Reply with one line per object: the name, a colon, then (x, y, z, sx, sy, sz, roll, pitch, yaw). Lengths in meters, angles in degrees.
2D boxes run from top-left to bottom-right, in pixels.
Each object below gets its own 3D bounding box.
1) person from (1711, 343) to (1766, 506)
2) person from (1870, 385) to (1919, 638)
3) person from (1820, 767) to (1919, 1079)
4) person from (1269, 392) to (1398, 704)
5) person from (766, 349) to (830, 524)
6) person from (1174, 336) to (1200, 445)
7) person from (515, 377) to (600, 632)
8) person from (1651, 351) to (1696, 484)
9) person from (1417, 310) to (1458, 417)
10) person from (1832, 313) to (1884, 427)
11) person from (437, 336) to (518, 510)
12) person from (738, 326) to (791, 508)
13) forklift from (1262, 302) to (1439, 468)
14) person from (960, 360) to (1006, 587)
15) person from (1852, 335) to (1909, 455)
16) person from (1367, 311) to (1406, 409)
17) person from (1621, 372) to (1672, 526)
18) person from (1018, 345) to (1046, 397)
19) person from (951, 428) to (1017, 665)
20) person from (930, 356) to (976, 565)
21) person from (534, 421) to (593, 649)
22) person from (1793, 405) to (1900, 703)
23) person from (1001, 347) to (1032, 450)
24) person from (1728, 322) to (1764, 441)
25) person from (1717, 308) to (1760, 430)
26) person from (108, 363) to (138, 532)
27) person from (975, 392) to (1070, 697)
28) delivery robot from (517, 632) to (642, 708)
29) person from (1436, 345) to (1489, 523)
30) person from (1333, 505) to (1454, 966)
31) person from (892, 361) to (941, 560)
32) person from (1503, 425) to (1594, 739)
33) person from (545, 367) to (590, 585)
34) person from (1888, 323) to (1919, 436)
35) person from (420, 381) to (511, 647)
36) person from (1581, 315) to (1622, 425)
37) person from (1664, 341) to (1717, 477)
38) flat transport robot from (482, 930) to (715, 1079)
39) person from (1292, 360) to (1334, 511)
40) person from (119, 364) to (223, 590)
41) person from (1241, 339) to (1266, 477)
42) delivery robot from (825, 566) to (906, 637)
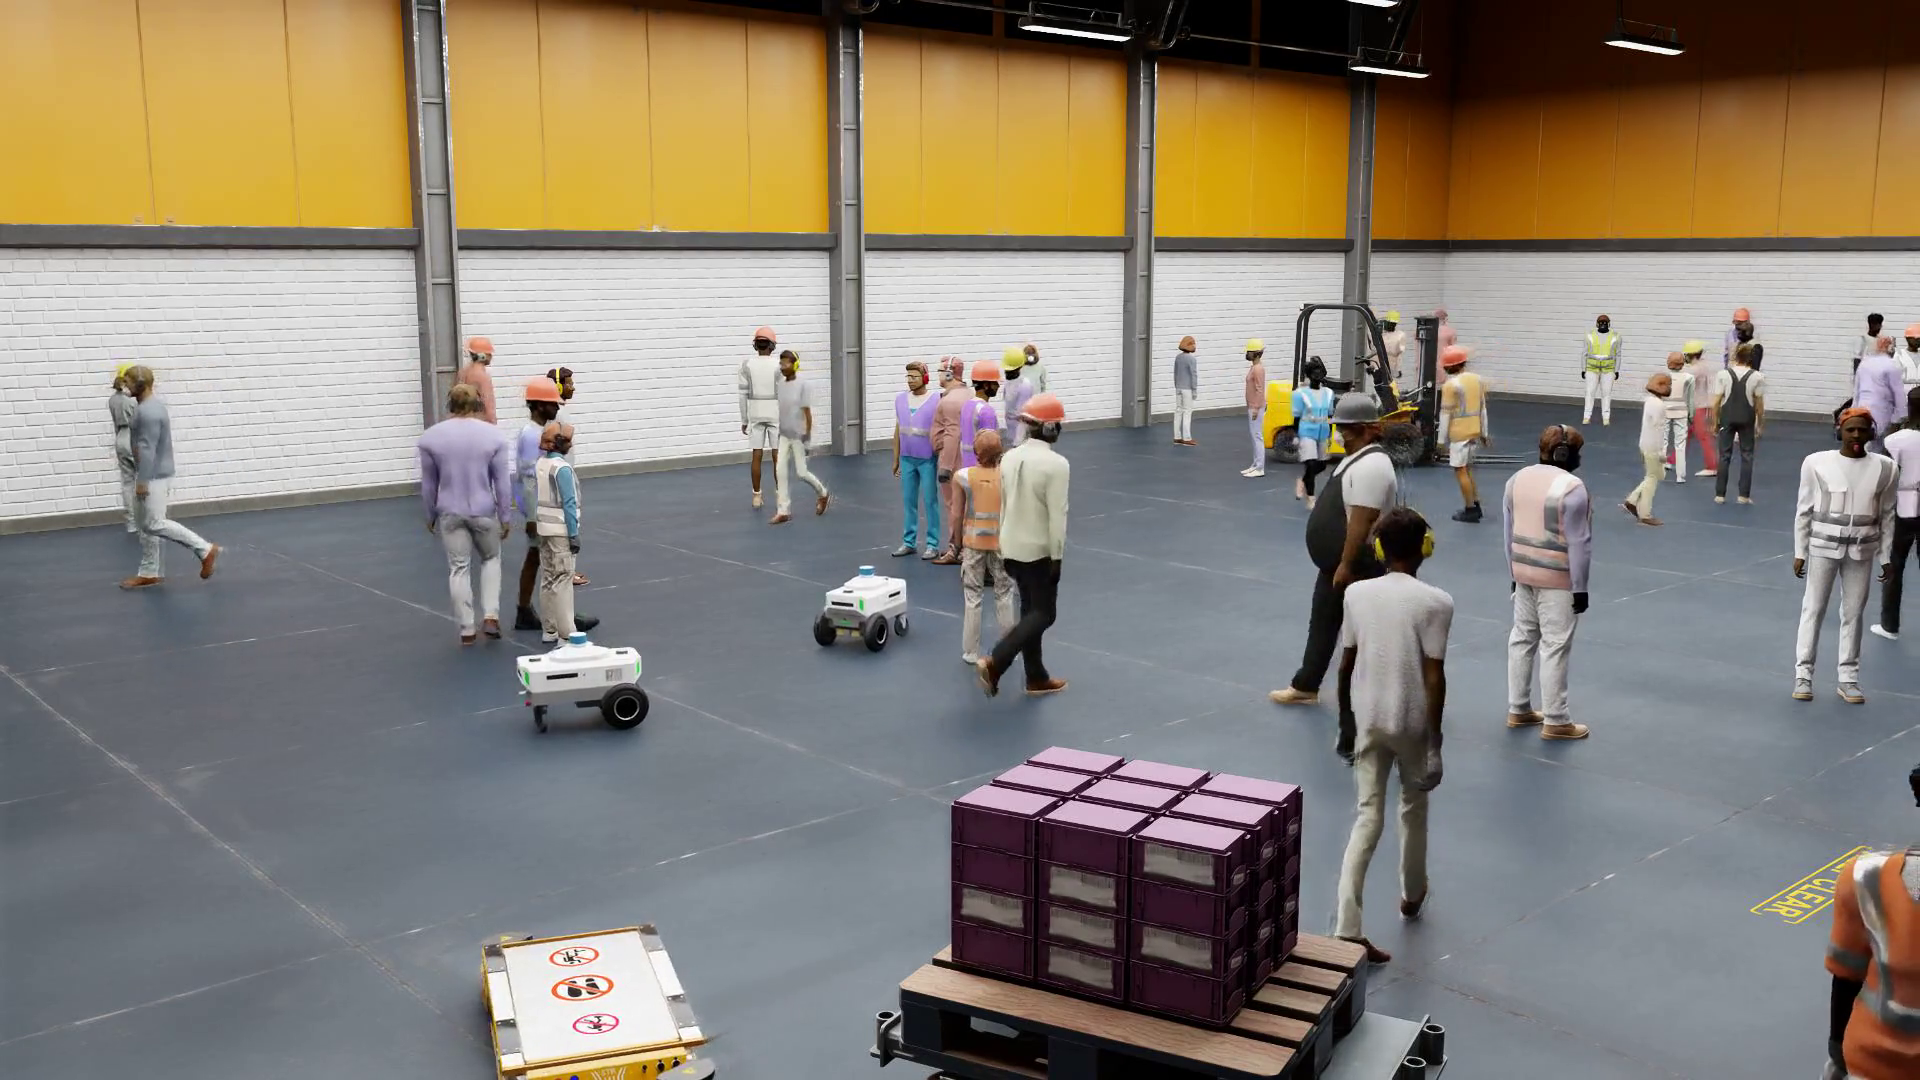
person: (8.793, -1.299, 18.825, 0.557, 1.836, 0.427, 6, 12, 33)
person: (6.938, -0.165, 11.994, 0.599, 1.894, 0.780, 1, 10, 7)
person: (2.412, 1.301, 4.093, 0.534, 1.662, 0.833, 6, 11, 32)
person: (2.486, 0.059, 10.241, 0.988, 2.000, 0.683, 0, 10, 2)
person: (-1.717, -1.103, 17.638, 0.517, 1.847, 0.796, 7, 12, 37)
person: (3.370, -2.228, 24.818, 0.282, 1.633, 0.501, -5, 11, -27)
person: (-3.079, -0.251, 12.439, 0.563, 1.933, 0.565, -2, 10, -10)
person: (8.826, -1.513, 20.616, 0.523, 1.638, 0.311, 3, 10, 18)
person: (8.464, -3.109, 29.276, 0.685, 1.871, 0.883, 7, 12, 36)
person: (14.327, -2.645, 26.385, 0.600, 1.933, 0.822, -2, 10, -14)
person: (-5.310, -1.245, 18.156, 0.971, 1.958, 0.620, -7, 12, -36)
person: (-2.161, -1.363, 18.587, 0.605, 2.036, 0.383, 1, 10, 4)
forklift: (5.320, -2.157, 22.763, 2.313, 2.155, 1.214, 3, 10, 16)
person: (0.208, -0.572, 14.235, 0.363, 1.935, 0.553, -4, 11, -23)
person: (11.219, -1.545, 20.183, 0.993, 1.857, 0.665, -1, 10, -4)
person: (7.339, -2.998, 28.613, 0.611, 1.870, 0.899, 1, 10, 8)
person: (7.242, -0.946, 17.369, 0.369, 1.621, 0.506, 2, 10, 13)
person: (0.953, -1.963, 23.393, 0.515, 1.587, 0.861, -2, 10, -9)
person: (0.197, 0.051, 11.446, 0.518, 1.645, 0.307, 0, 10, 2)
person: (-0.077, -0.727, 15.233, 0.405, 1.909, 0.636, 2, 10, 14)
person: (-2.887, -0.037, 11.974, 0.310, 1.640, 0.514, -7, 12, -37)
person: (5.579, 0.092, 10.511, 0.574, 1.883, 0.355, 3, 10, 16)
person: (0.601, -1.112, 17.585, 0.453, 1.876, 0.761, -2, 10, -10)
person: (11.970, -2.412, 25.344, 0.529, 1.830, 0.631, -2, 10, -9)
person: (12.649, -2.762, 26.952, 1.078, 1.981, 0.658, -7, 12, -36)
person: (-8.406, -0.932, 16.947, 0.498, 1.739, 0.347, 4, 10, 22)
person: (0.400, 0.062, 10.431, 0.718, 1.968, 0.631, -7, 12, -37)
delivery robot: (-2.288, 0.798, 9.982, 0.707, 0.478, 0.477, -4, 10, -21)
person: (5.295, -1.113, 17.564, 0.625, 1.879, 0.447, -7, 12, -37)
person: (1.749, 0.775, 6.750, 0.528, 1.811, 0.963, 8, 12, 38)
person: (-0.369, -0.743, 15.505, 0.572, 1.844, 0.376, 6, 11, 31)
person: (3.468, 0.242, 9.769, 0.430, 1.839, 0.619, -4, 10, -22)
person: (-3.404, -0.547, 14.289, 0.328, 1.872, 0.513, -3, 10, -19)
person: (12.369, -1.847, 21.690, 0.545, 1.942, 0.349, -1, 10, -6)
person: (-3.564, -0.186, 12.048, 0.634, 1.920, 0.505, -2, 10, -11)
person: (10.692, -2.836, 27.770, 0.630, 1.843, 0.429, 4, 10, 21)
person: (9.390, -1.688, 21.435, 0.915, 1.713, 0.531, 8, 13, 39)
flat transport robot: (-1.302, 1.694, 5.842, 0.652, 0.197, 1.431, -3, 10, -19)
person: (3.890, -1.164, 18.471, 0.537, 1.678, 0.650, -4, 10, -21)
person: (-6.742, -0.533, 14.063, 0.723, 1.921, 0.631, -5, 11, -29)
person: (3.749, -1.685, 21.253, 0.322, 1.767, 0.533, 1, 10, 5)
delivery robot: (-0.681, 0.433, 12.122, 0.477, 0.478, 0.707, 5, 11, 26)
